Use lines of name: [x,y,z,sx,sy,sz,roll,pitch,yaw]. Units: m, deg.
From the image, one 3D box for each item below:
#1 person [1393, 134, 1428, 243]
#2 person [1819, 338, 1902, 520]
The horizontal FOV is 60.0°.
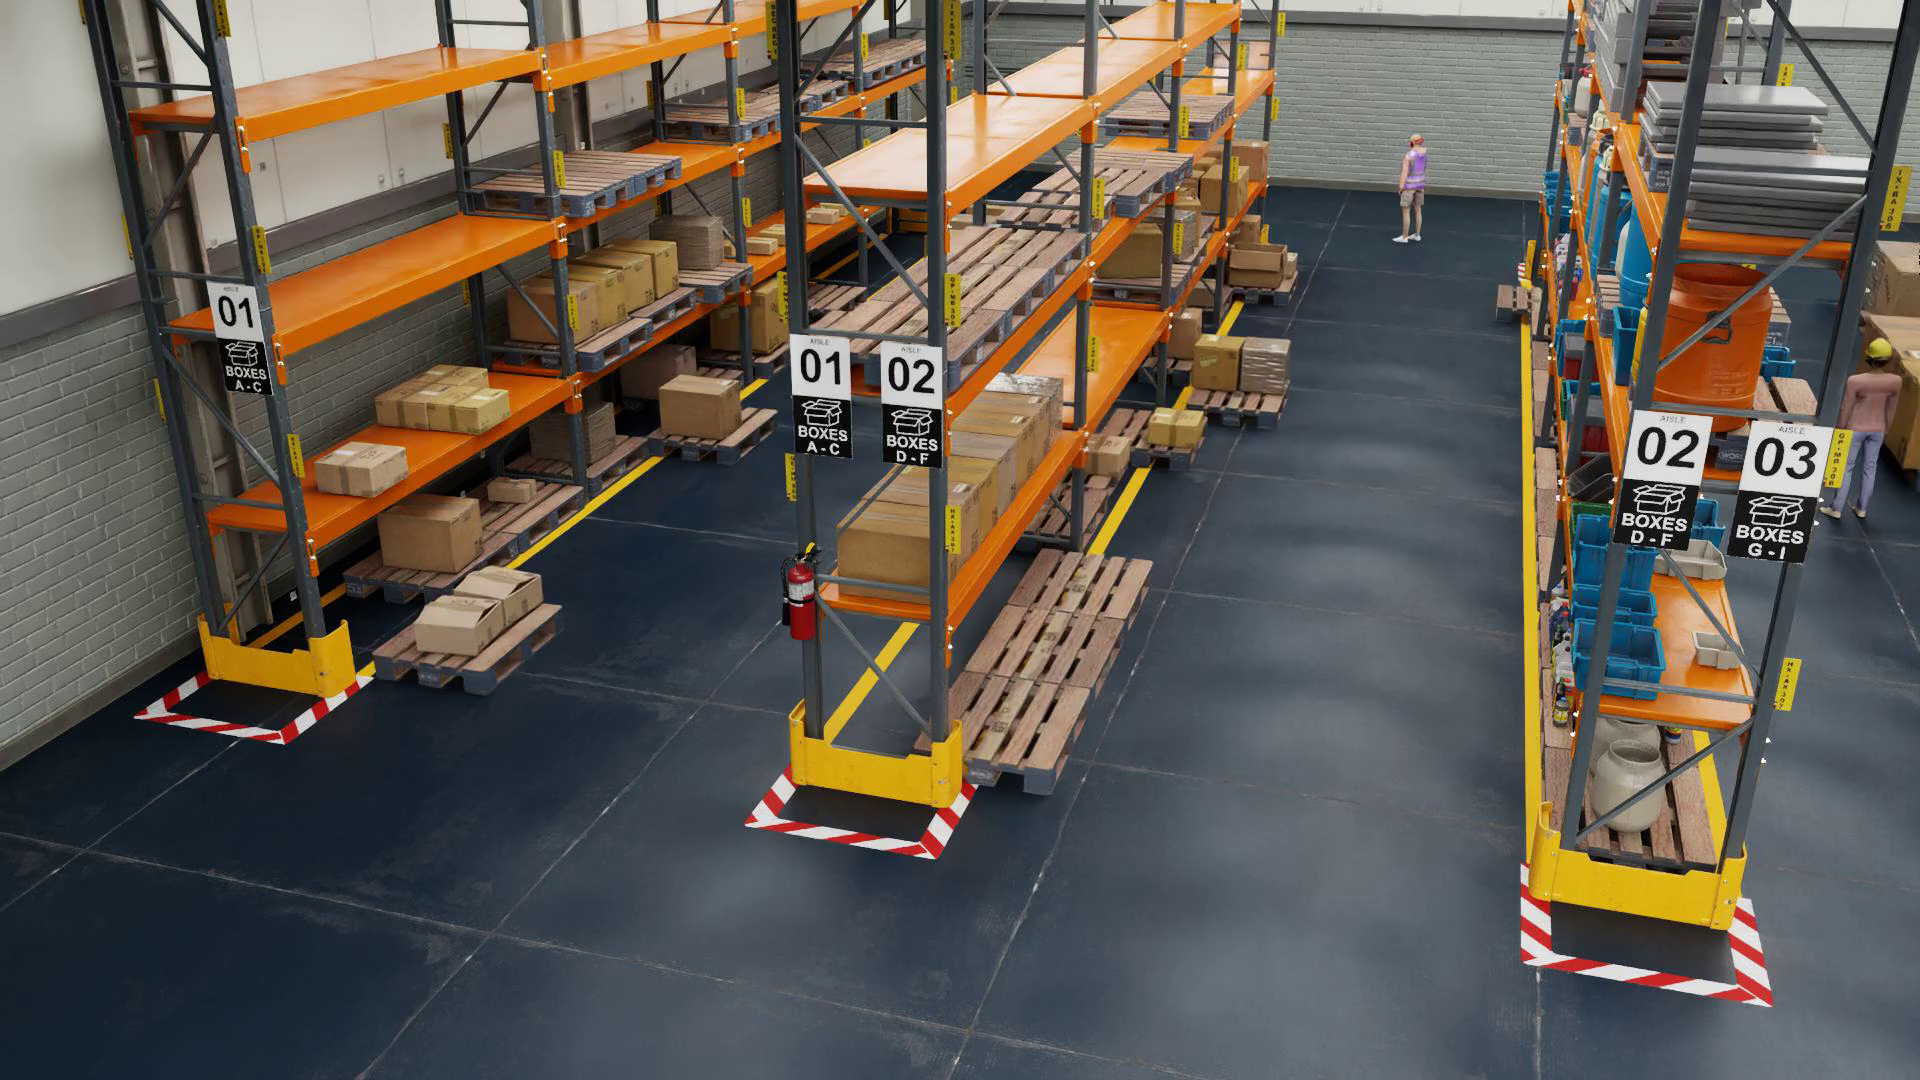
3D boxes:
person: [7.135,-5.539,26.230,0.476,1.686,0.351,-14,27,-29]
person: [8.516,-1.041,15.693,0.524,1.772,0.305,0,23,-1]
